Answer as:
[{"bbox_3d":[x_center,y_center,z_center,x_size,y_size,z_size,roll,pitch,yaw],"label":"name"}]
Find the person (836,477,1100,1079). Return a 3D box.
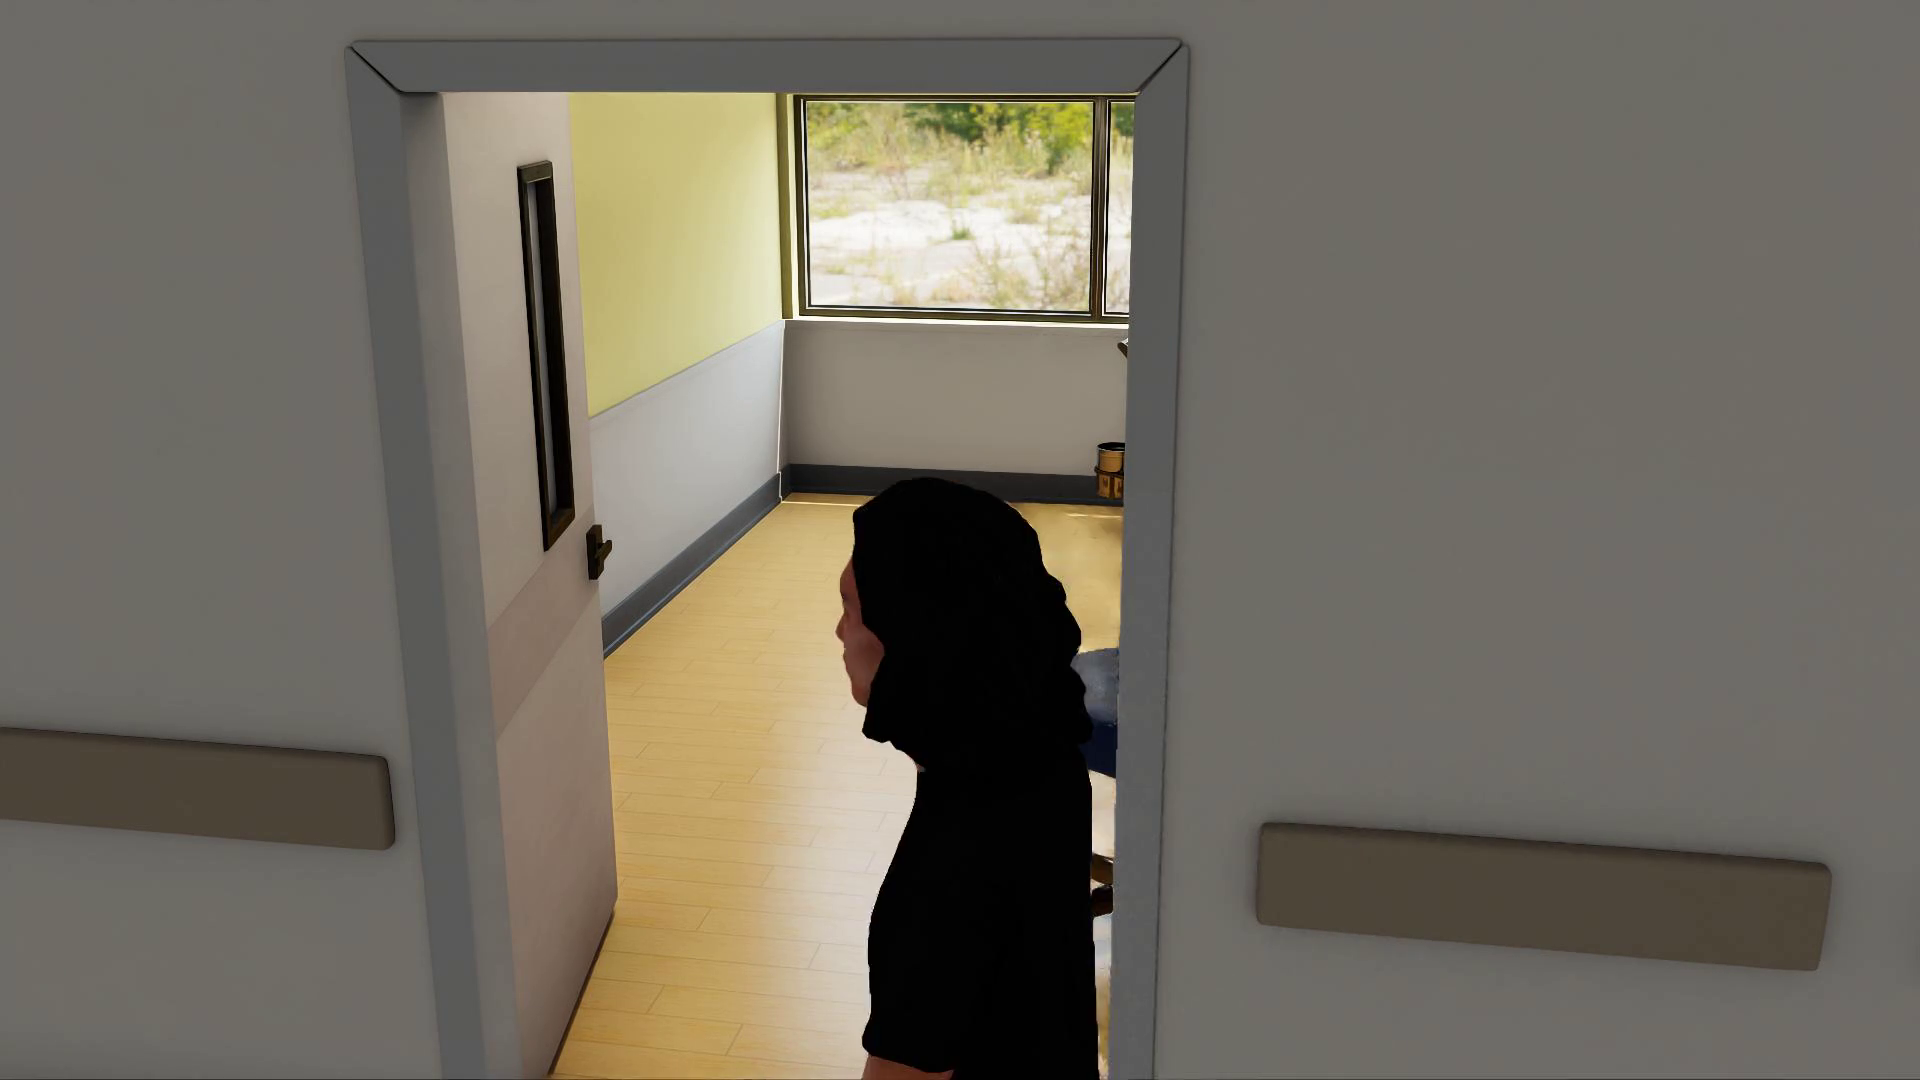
[{"bbox_3d":[0.116,0.823,2.017,0.817,1.815,0.633,3,16,10],"label":"person"}]
